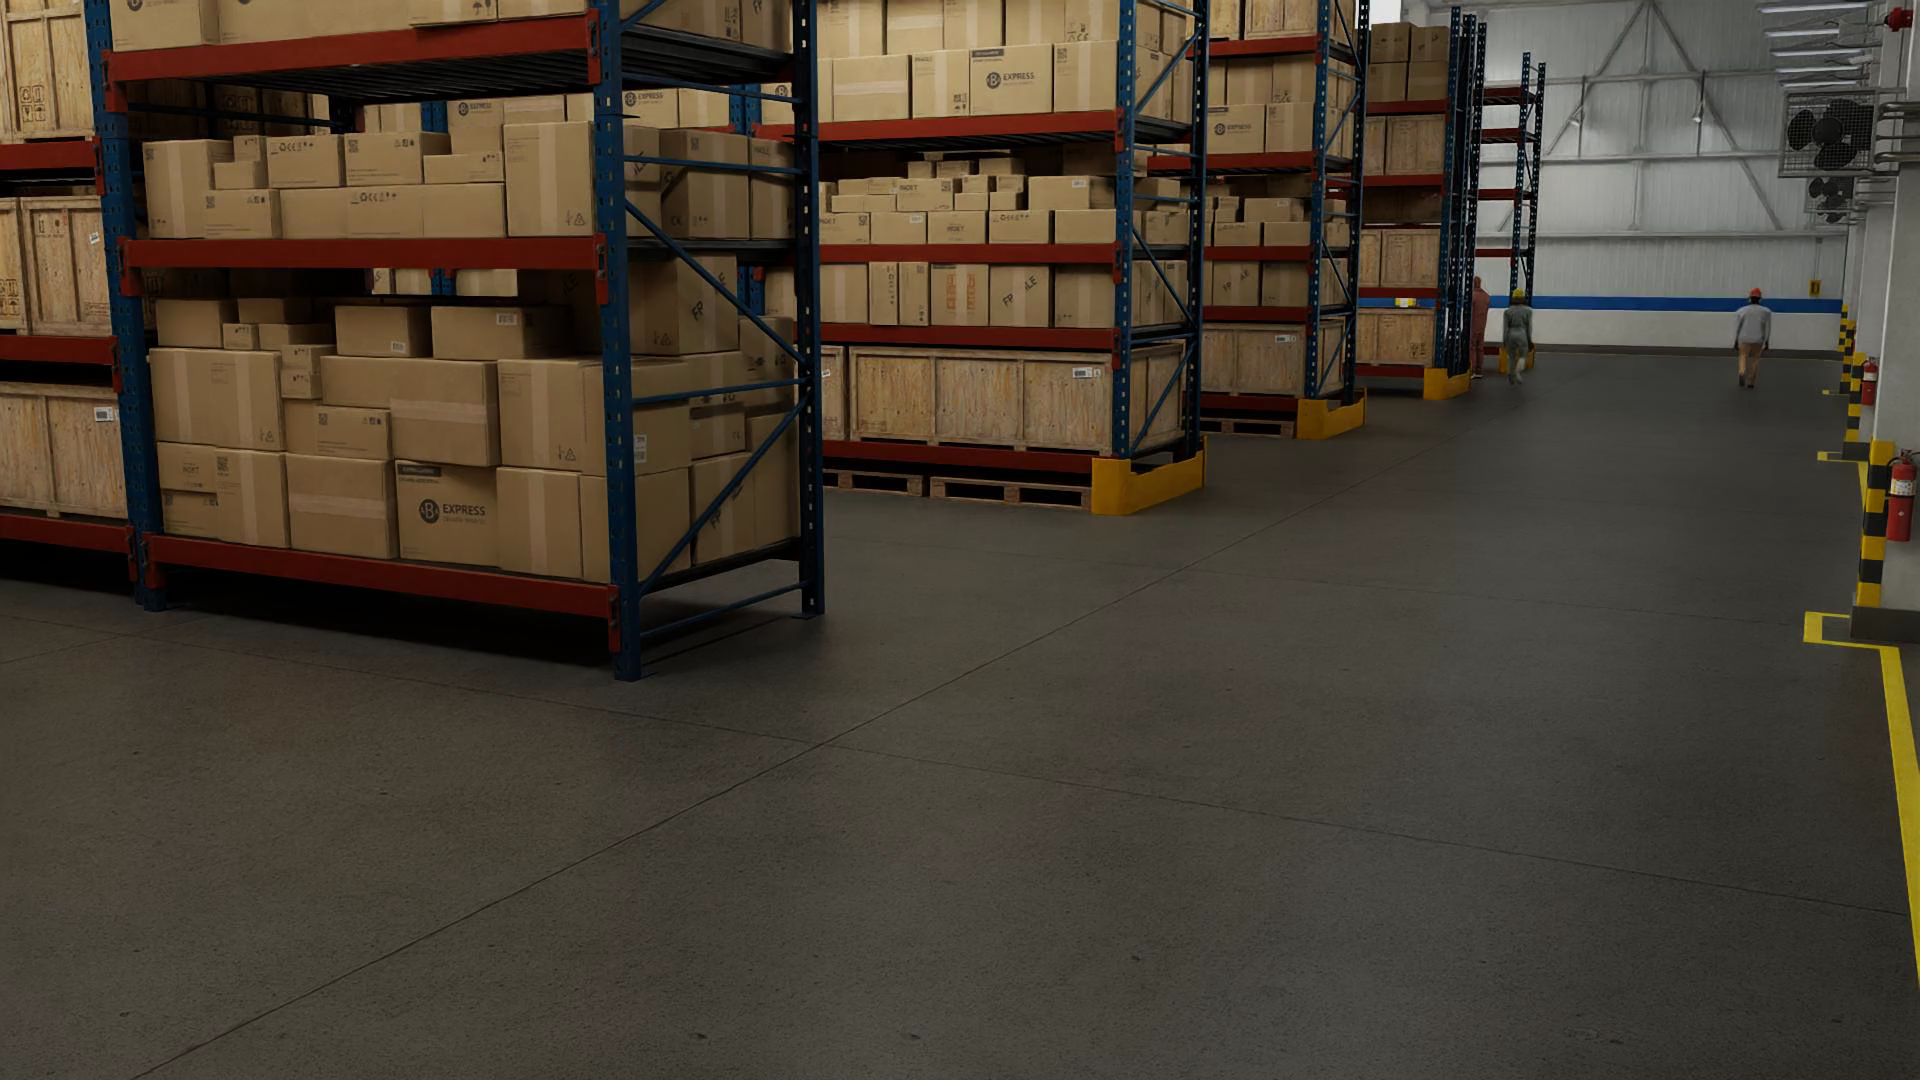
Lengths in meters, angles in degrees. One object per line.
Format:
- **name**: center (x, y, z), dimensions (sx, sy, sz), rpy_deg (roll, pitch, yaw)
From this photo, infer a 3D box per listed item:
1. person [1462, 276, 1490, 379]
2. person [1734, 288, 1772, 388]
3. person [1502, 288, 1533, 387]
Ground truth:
- **person**: center (9.518, -3.936, 30.847), dimensions (0.643, 1.909, 0.411), rpy_deg (-8, 12, -38)
- **person**: center (13.638, -3.468, 28.619), dimensions (0.569, 1.736, 0.460), rpy_deg (5, 11, 26)
- **person**: center (9.692, -3.520, 28.941), dimensions (0.508, 1.726, 0.377), rpy_deg (5, 11, 25)
